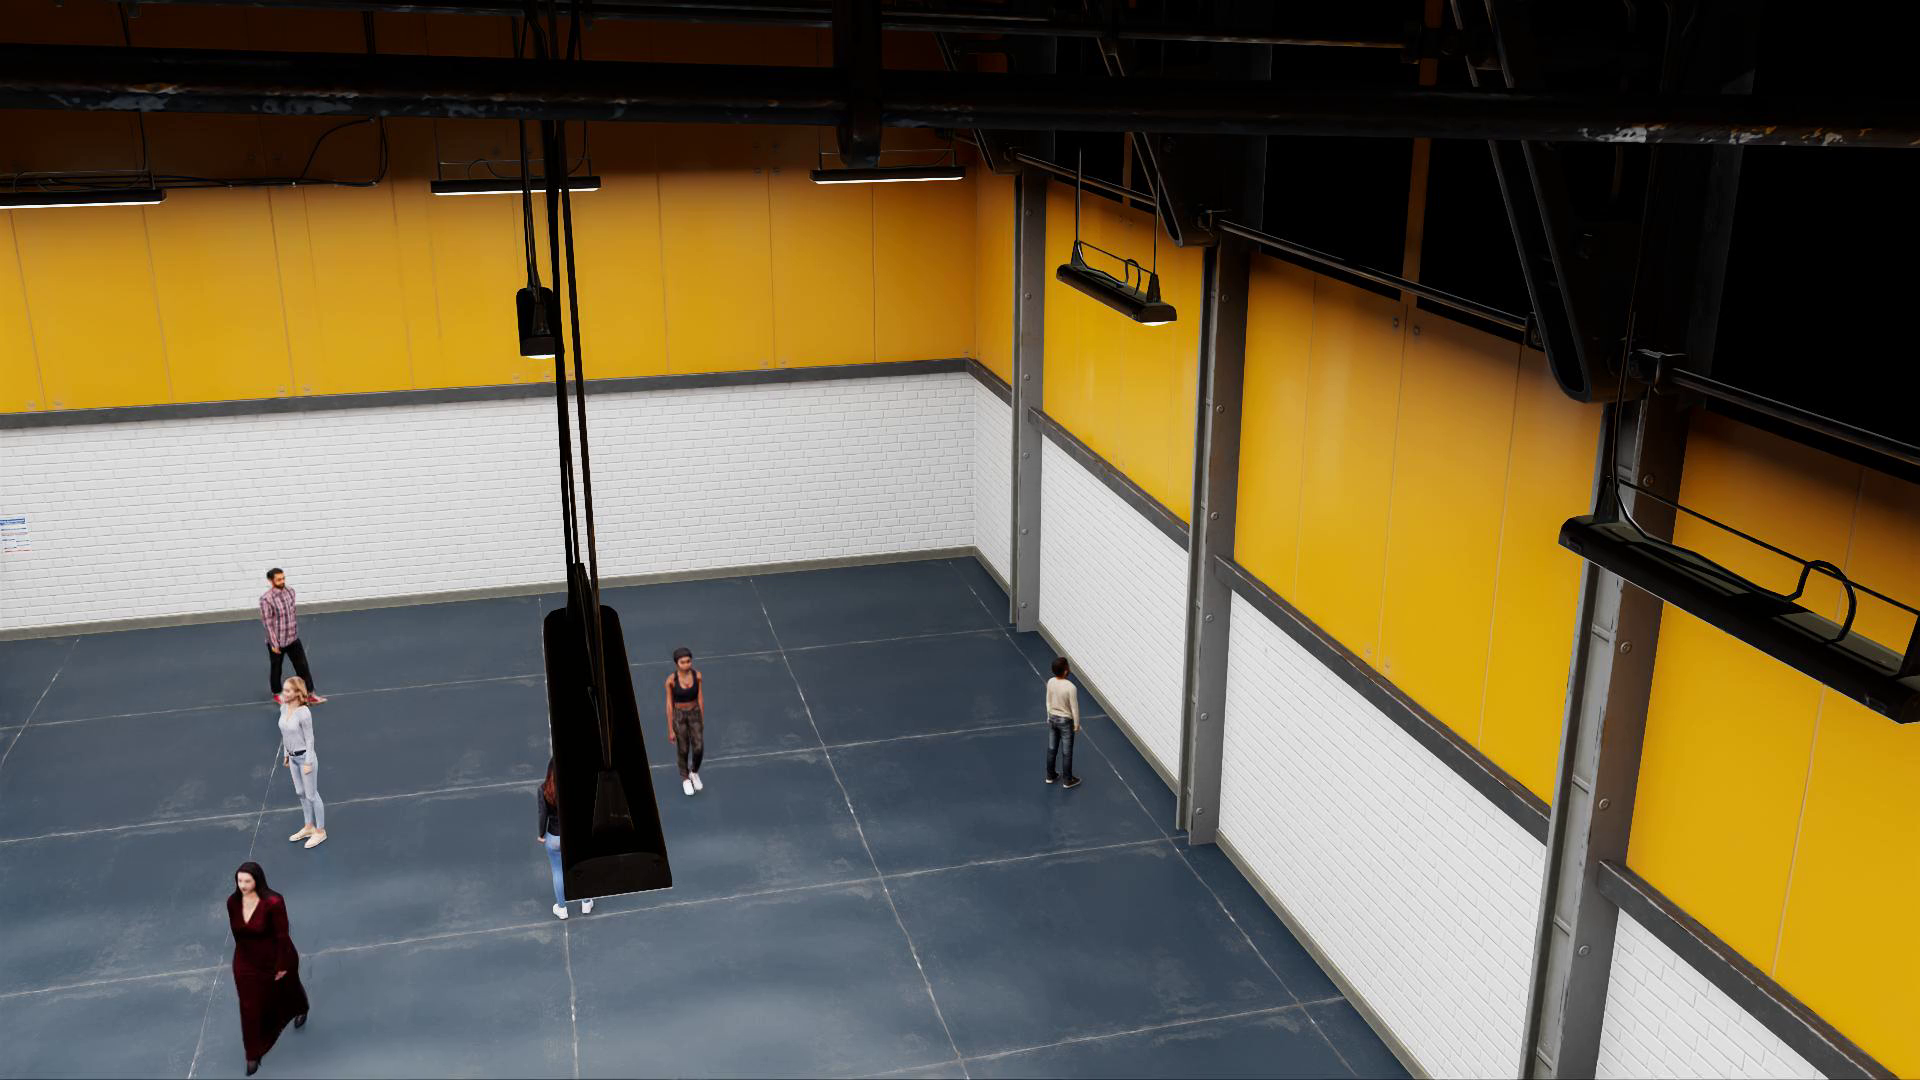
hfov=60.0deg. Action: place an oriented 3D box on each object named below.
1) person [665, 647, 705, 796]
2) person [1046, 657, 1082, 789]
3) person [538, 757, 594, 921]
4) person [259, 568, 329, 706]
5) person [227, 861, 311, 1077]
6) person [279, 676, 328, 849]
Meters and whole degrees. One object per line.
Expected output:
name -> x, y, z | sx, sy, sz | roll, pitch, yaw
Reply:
person -> -2.949, 1.894, 17.702 | 0.611, 1.684, 0.623 | -8, 20, -21
person -> 1.086, 1.948, 17.881 | 0.620, 1.466, 0.697 | 13, 23, 34
person -> -3.629, 2.712, 15.349 | 0.660, 1.635, 0.595 | -8, 20, -22
person -> -8.118, 1.158, 19.799 | 1.127, 1.739, 1.064 | 11, 22, 30
person -> -5.534, 3.334, 13.380 | 0.863, 1.712, 1.164 | 1, 19, 3
person -> -6.582, 2.196, 16.629 | 0.654, 1.795, 0.730 | 13, 22, 33
